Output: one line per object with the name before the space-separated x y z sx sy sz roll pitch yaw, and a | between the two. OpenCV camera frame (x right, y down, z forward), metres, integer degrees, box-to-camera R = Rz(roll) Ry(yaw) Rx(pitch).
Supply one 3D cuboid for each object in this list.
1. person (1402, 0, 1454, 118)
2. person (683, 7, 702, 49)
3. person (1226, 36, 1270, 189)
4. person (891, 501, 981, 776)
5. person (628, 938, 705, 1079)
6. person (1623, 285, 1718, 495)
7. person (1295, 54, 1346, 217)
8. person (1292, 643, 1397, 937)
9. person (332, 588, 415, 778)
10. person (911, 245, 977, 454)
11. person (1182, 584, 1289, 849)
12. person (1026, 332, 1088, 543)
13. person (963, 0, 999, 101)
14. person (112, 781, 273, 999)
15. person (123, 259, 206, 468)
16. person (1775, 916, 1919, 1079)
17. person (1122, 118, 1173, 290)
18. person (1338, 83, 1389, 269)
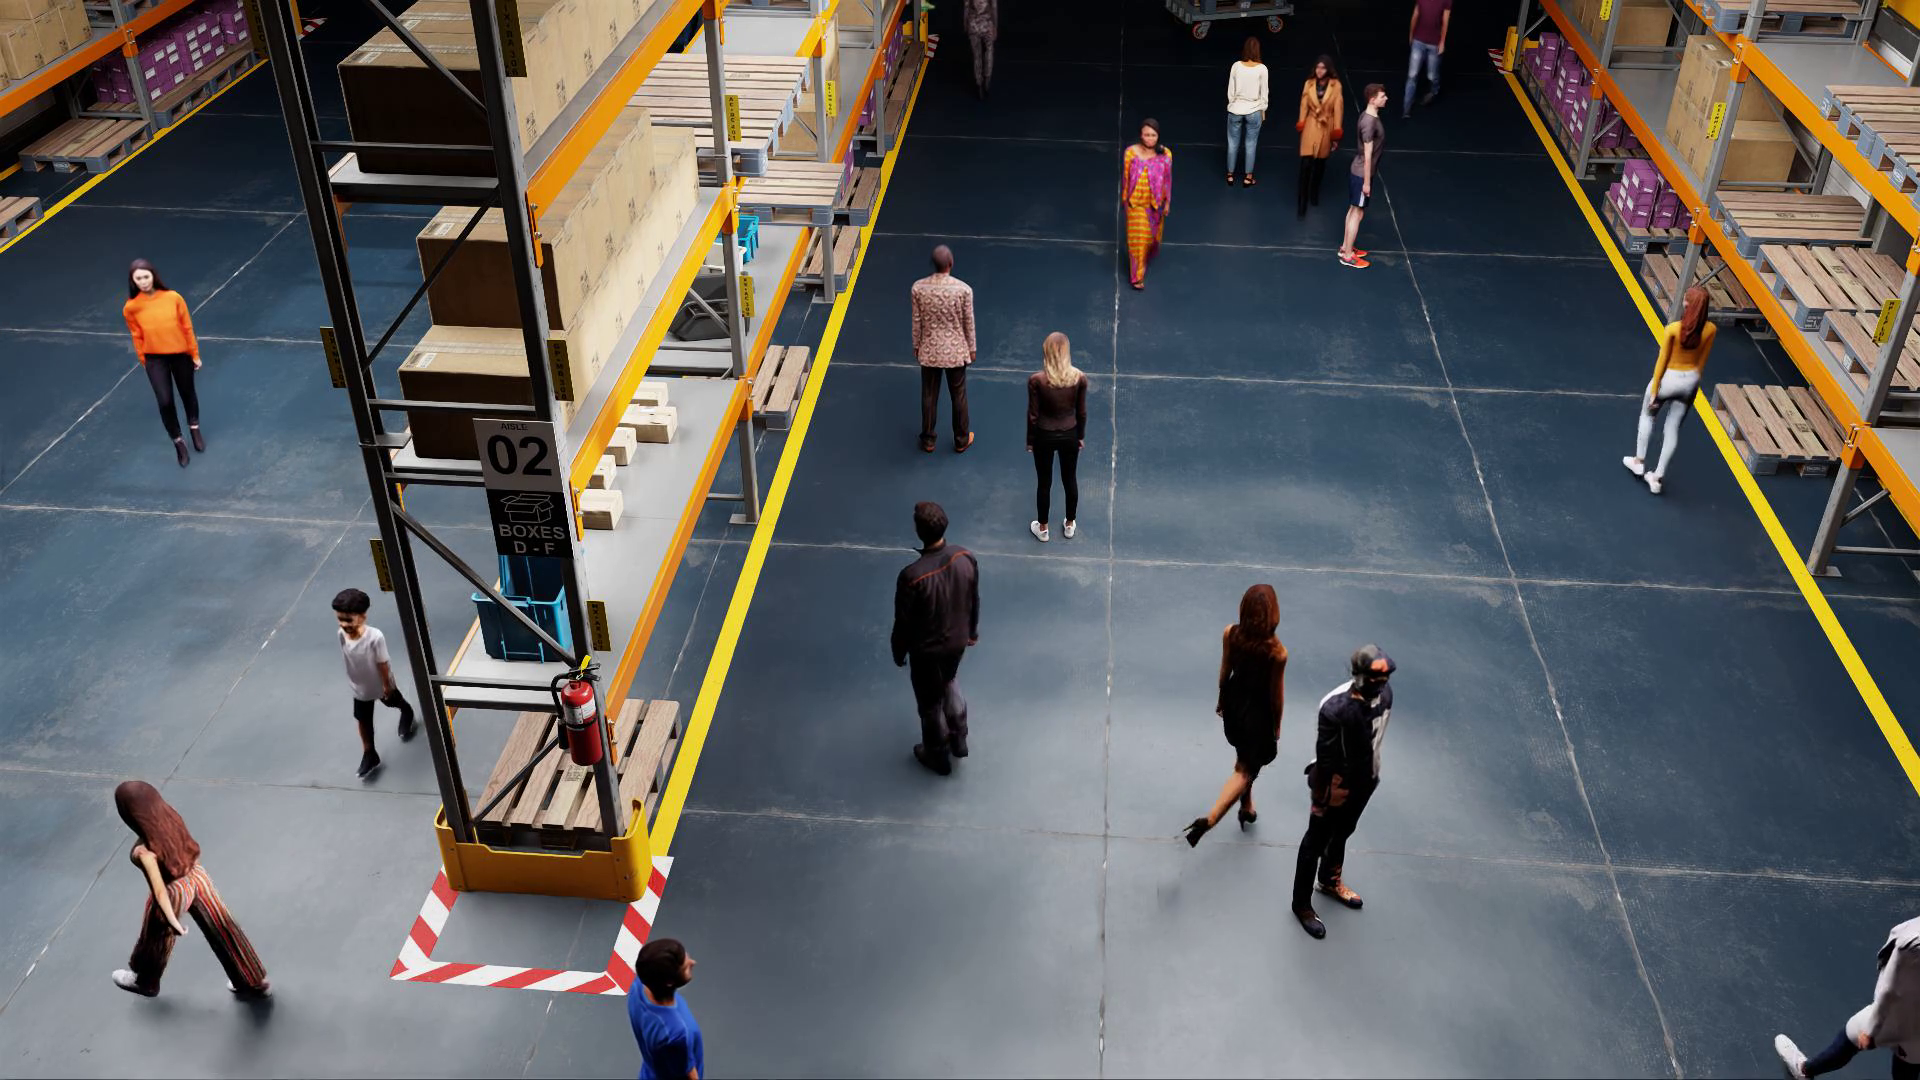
person | 5.791 -6.168 20.496 0.960 1.817 1.197 22 39 29
person | -3.641 -7.231 22.405 0.643 1.474 0.472 8 35 12
person | 3.177 -4.759 18.498 0.677 1.682 0.642 13 36 19
person | -0.087 0.659 10.126 0.851 1.926 0.905 -24 40 -31
person | -1.287 2.483 7.435 0.763 1.868 0.680 -19 38 -26
person | 5.623 -1.133 12.996 0.567 1.734 0.686 3 34 4
person | 3.878 -4.391 17.948 0.835 1.678 1.190 8 34 12
person | 2.107 1.326 9.156 0.770 1.890 0.819 -23 40 -31
person | -3.688 0.817 10.506 0.491 1.243 0.866 3 34 5
person | -0.134 -1.546 13.549 0.676 1.810 0.582 4 34 6
person | 1.606 1.092 9.580 0.921 1.811 1.061 24 40 32
person | 0.718 -0.764 12.470 0.648 1.702 0.583 -5 34 -8
person | 0.263 -6.393 20.945 0.637 1.695 0.817 -2 34 -3
person | -3.989 1.860 8.690 0.666 1.515 0.997 5 34 8
person | -6.453 -1.513 13.566 0.797 1.736 0.863 -18 38 -25
person | 4.478 2.317 7.800 0.834 1.740 1.121 -7 34 -10
person | 1.844 -3.388 16.448 0.664 1.669 1.064 1 34 1
person | 4.048 -3.677 16.715 0.725 1.853 0.504 6 34 8
